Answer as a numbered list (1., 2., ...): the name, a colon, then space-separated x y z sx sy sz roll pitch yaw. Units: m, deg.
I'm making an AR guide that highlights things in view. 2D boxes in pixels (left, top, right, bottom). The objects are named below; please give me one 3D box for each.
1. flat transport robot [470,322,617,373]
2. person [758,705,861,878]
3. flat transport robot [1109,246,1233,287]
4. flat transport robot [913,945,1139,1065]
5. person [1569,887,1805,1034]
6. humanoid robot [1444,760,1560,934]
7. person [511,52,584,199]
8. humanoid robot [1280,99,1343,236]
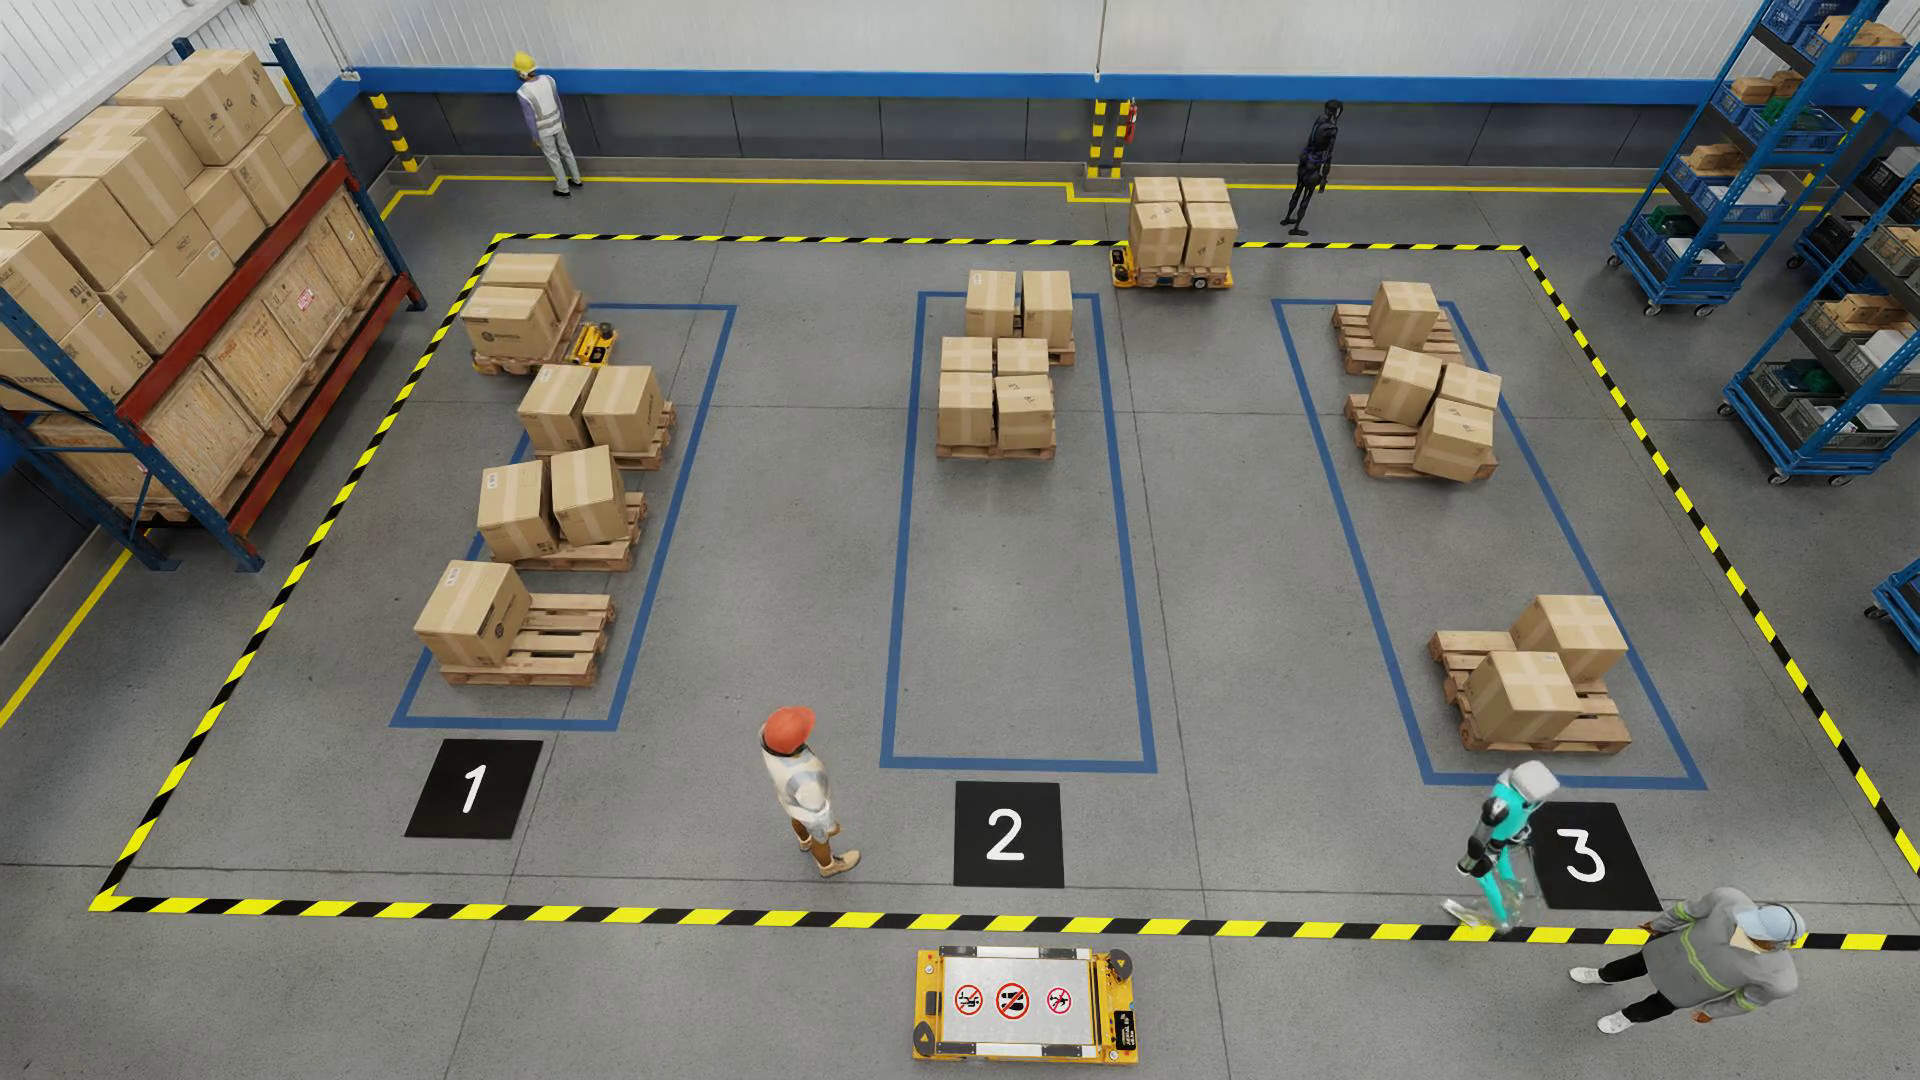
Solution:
1. flat transport robot: -4.644 -2.167 10.234 1.431 0.197 0.652 1 51 1
2. person: -0.990 1.656 5.991 0.365 2.047 0.606 -32 57 -23
3. flat transport robot: 2.583 -3.367 11.212 1.431 0.197 0.652 1 51 1
4. flat transport robot: 0.422 3.041 6.007 1.431 0.231 0.659 1 51 1
5. person: 4.283 2.517 5.412 0.397 1.850 0.597 -6 51 -5
6. humanoid robot: 3.498 2.104 5.853 0.536 1.811 0.815 -28 56 -21
7. person: -5.333 -5.335 11.824 0.404 1.833 0.598 21 54 16
8. humanoid robot: 4.365 -4.614 11.331 0.315 1.654 0.599 -7 51 -6
